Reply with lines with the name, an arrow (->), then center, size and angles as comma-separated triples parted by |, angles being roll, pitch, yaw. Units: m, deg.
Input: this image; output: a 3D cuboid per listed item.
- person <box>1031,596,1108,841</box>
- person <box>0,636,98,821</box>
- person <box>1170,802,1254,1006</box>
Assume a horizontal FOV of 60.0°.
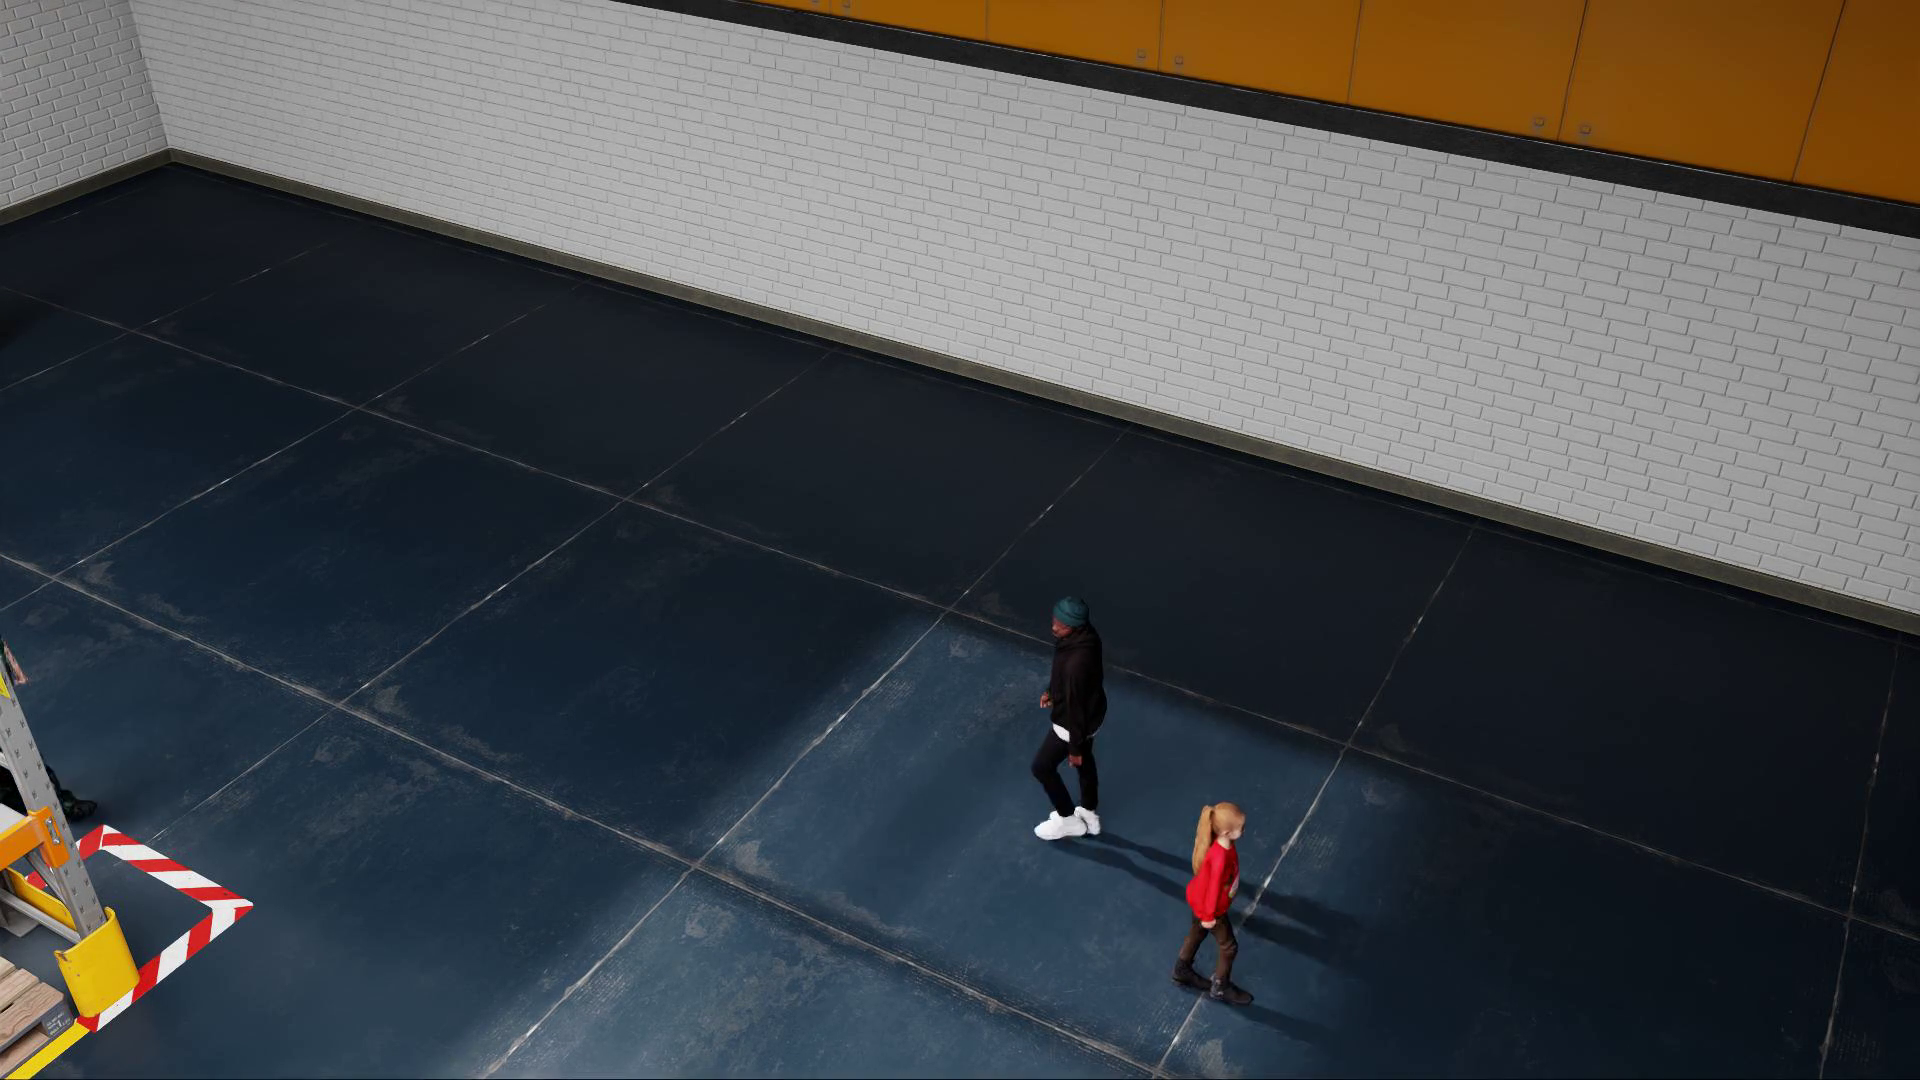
person -> 0.753, 1.050, 9.607 | 0.841, 1.800, 0.708 | 10, 35, 14
person -> -5.808, 0.917, 9.787 | 0.985, 1.822, 1.003 | 1, 34, 1
person -> 1.267, 1.904, 8.805 | 0.696, 1.266, 0.688 | 6, 34, 8
